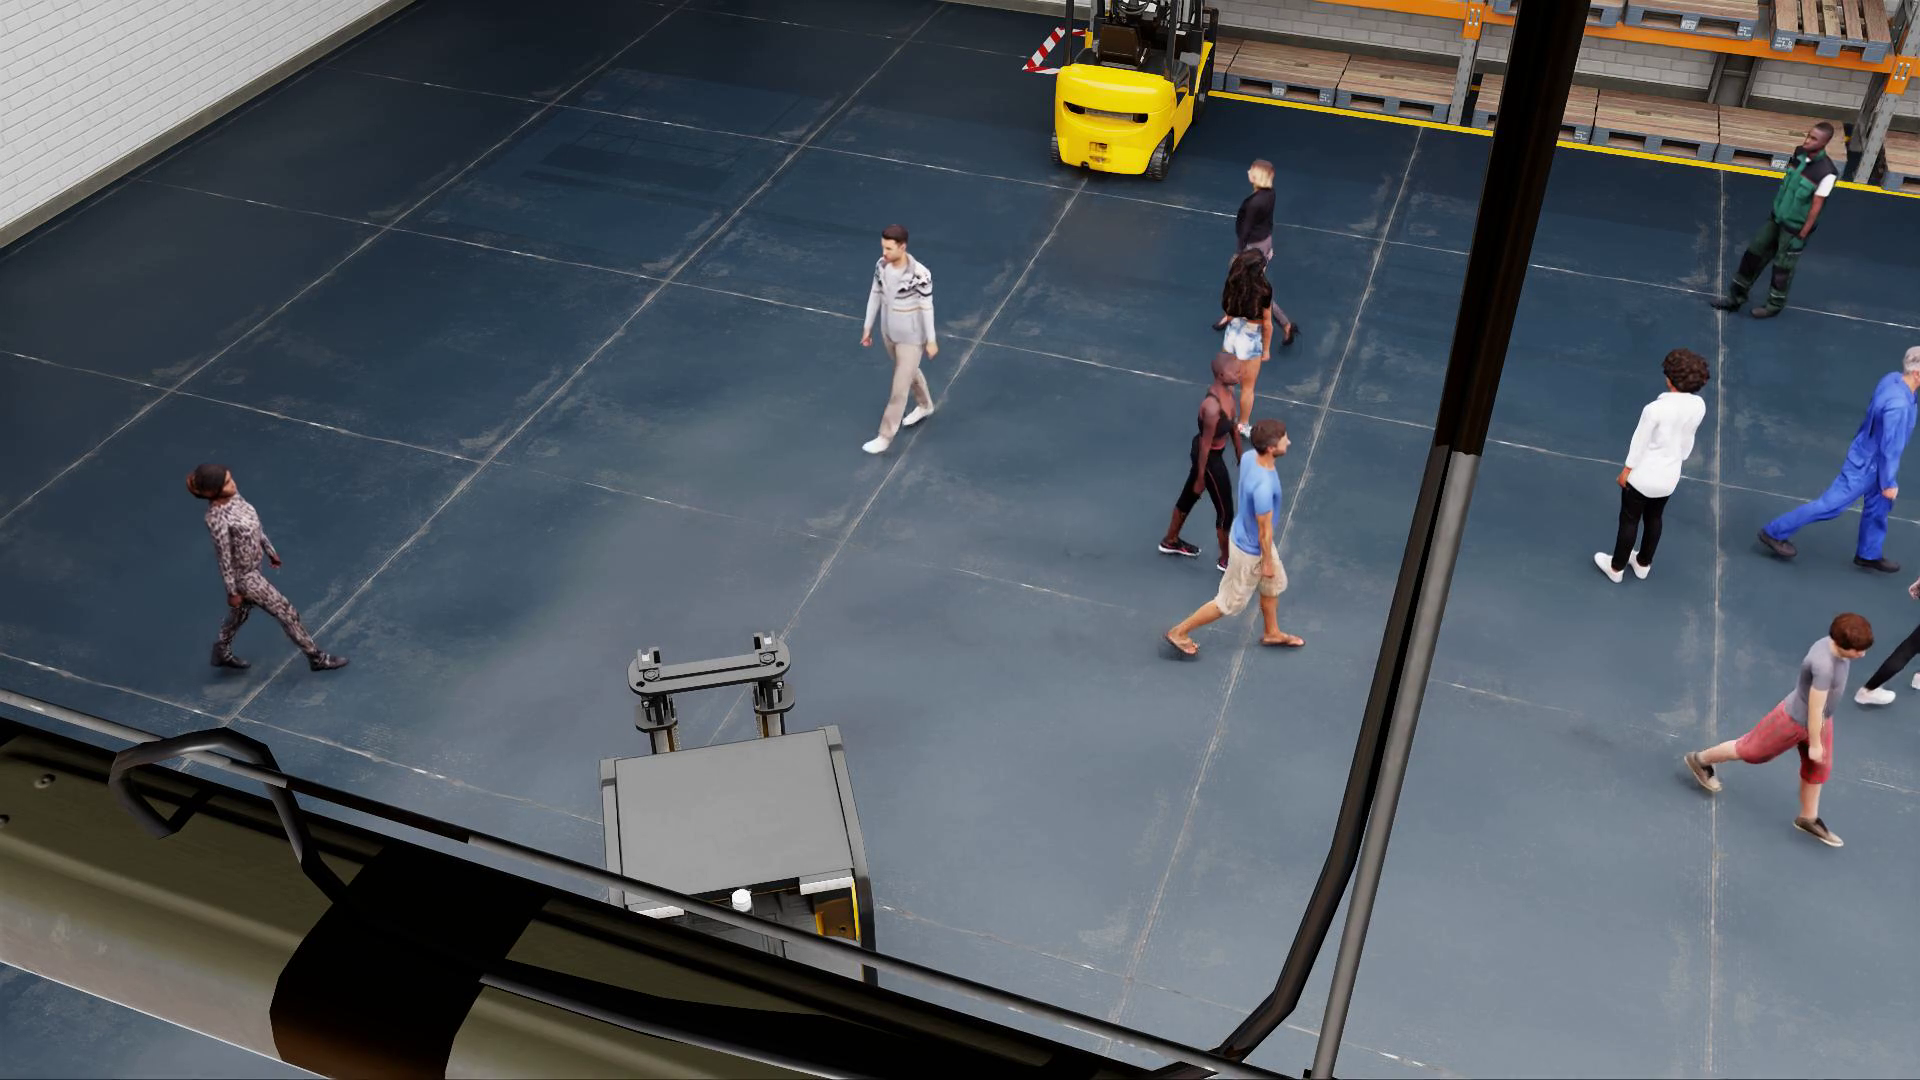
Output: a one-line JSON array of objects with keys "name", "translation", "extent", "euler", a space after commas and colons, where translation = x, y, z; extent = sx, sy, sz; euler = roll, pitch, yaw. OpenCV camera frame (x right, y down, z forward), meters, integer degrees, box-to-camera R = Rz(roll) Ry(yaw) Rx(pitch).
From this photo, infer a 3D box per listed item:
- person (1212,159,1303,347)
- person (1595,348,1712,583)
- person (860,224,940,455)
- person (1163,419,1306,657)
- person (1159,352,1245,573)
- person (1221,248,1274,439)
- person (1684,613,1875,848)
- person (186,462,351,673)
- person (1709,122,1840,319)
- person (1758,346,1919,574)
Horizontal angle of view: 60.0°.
[{"name": "person", "translation": [2.522, -2.319, 13.762], "extent": [1.036, 1.640, 0.635], "euler": [16, 41, 19]}, {"name": "person", "translation": [4.743, -0.484, 11.330], "extent": [0.680, 1.807, 0.767], "euler": [-11, 40, -13]}, {"name": "person", "translation": [-0.369, -1.602, 12.724], "extent": [1.199, 1.814, 1.091], "euler": [31, 48, 33]}, {"name": "person", "translation": [1.783, 0.037, 10.652], "extent": [1.273, 1.840, 0.888], "euler": [2, 39, 2]}, {"name": "person", "translation": [1.626, -0.557, 11.475], "extent": [0.953, 1.739, 0.619], "euler": [8, 39, 10]}, {"name": "person", "translation": [2.171, -1.498, 12.745], "extent": [0.706, 1.626, 0.613], "euler": [-32, 48, -33]}, {"name": "person", "translation": [4.760, 1.008, 9.622], "extent": [0.946, 1.607, 1.257], "euler": [-32, 48, -33]}, {"name": "person", "translation": [-4.610, 0.225, 10.550], "extent": [1.201, 1.672, 0.903], "euler": [-2, 39, -3]}, {"name": "person", "translation": [7.109, -2.686, 14.075], "extent": [1.047, 1.822, 0.961], "euler": [-8, 39, -9]}, {"name": "person", "translation": [6.132, -0.539, 11.415], "extent": [1.233, 1.786, 0.882], "euler": [20, 43, 24]}]
